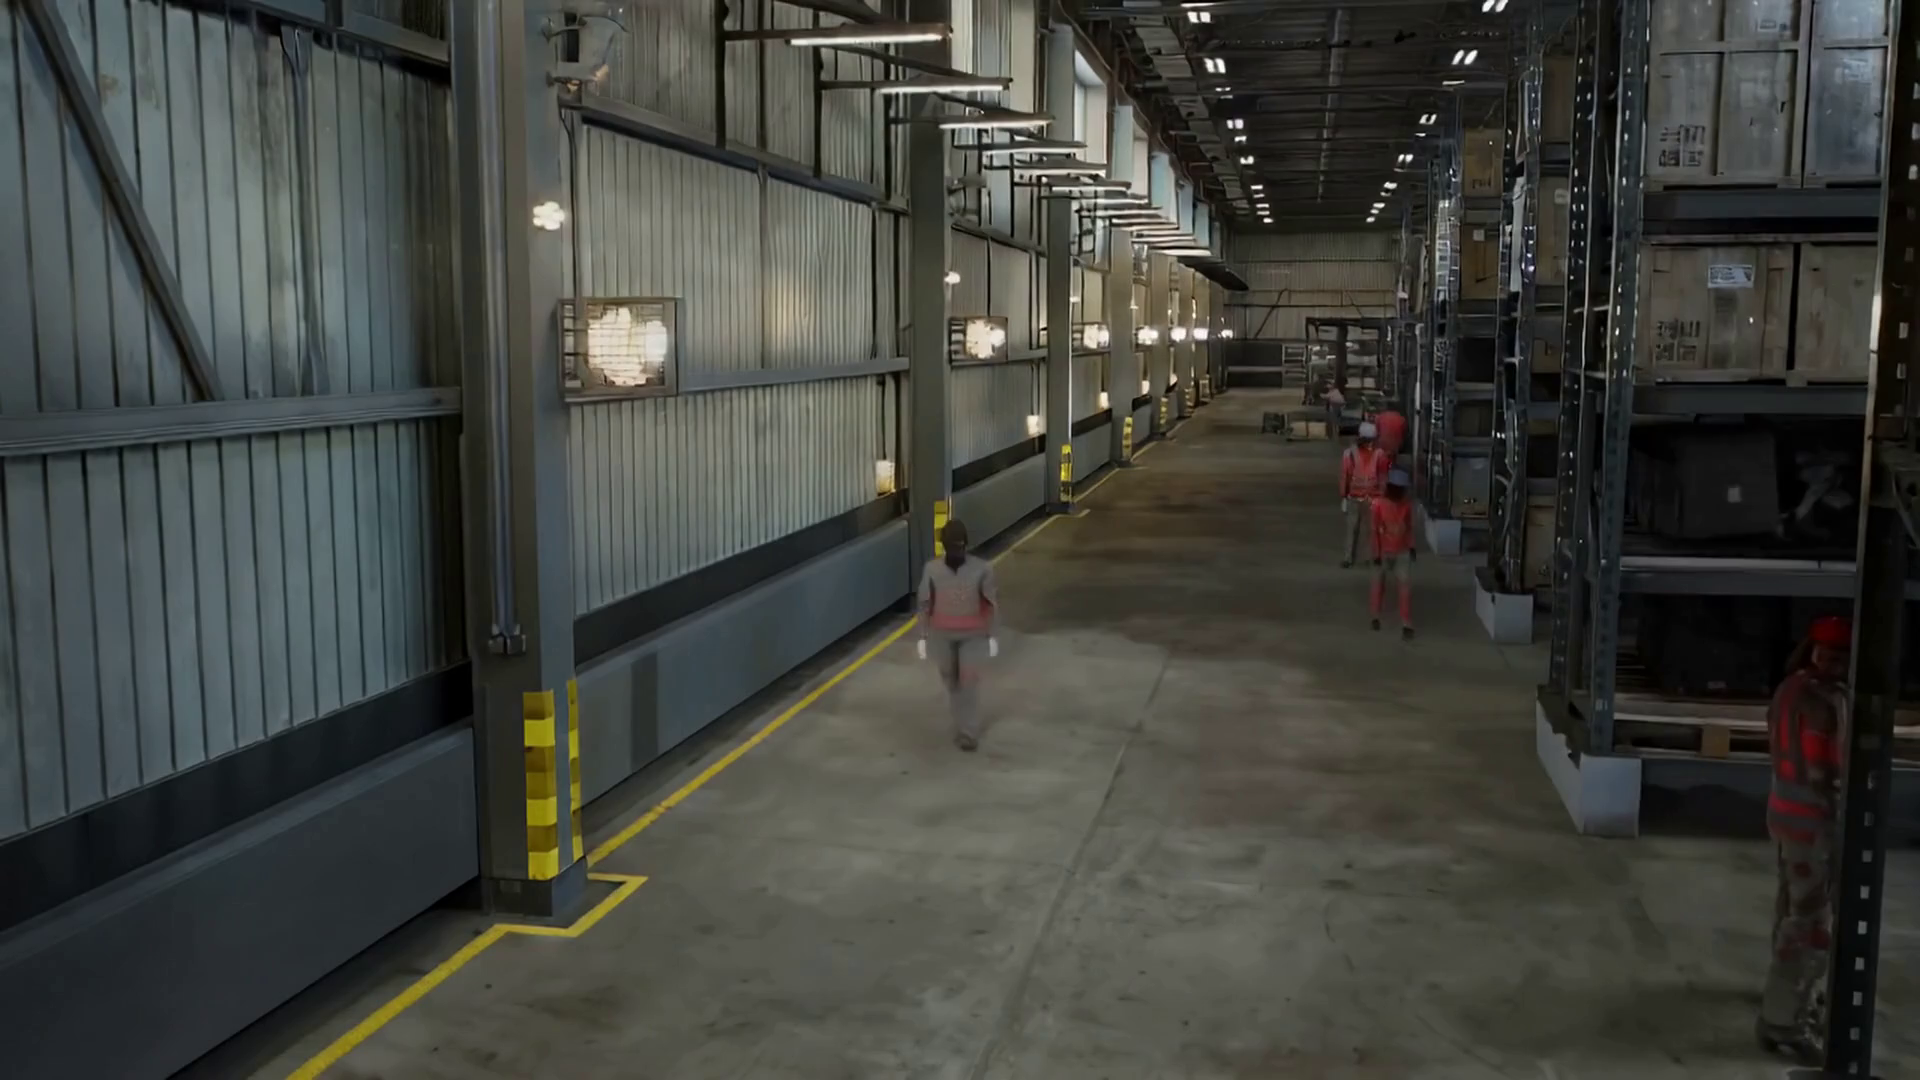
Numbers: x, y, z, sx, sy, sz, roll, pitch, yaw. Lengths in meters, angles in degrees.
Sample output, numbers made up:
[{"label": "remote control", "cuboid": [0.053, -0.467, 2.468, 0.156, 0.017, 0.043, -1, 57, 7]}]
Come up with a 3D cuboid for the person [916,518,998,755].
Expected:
[{"label": "person", "cuboid": [-0.048, 0.709, 12.261, 0.597, 1.724, 0.743, 2, 7, 13]}]

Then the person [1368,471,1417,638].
[{"label": "person", "cuboid": [4.422, 0.145, 16.973, 0.504, 1.680, 0.921, -1, 7, -4]}]

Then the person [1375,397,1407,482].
[{"label": "person", "cuboid": [8.241, -1.796, 31.780, 0.563, 1.872, 1.014, 6, 10, 42]}]

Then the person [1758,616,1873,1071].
[{"label": "person", "cuboid": [3.666, 1.269, 7.124, 0.405, 1.903, 0.636, 2, 8, 19]}]

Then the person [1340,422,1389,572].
[{"label": "person", "cuboid": [5.226, -0.549, 21.486, 0.607, 1.947, 0.406, 1, 7, 5]}]
